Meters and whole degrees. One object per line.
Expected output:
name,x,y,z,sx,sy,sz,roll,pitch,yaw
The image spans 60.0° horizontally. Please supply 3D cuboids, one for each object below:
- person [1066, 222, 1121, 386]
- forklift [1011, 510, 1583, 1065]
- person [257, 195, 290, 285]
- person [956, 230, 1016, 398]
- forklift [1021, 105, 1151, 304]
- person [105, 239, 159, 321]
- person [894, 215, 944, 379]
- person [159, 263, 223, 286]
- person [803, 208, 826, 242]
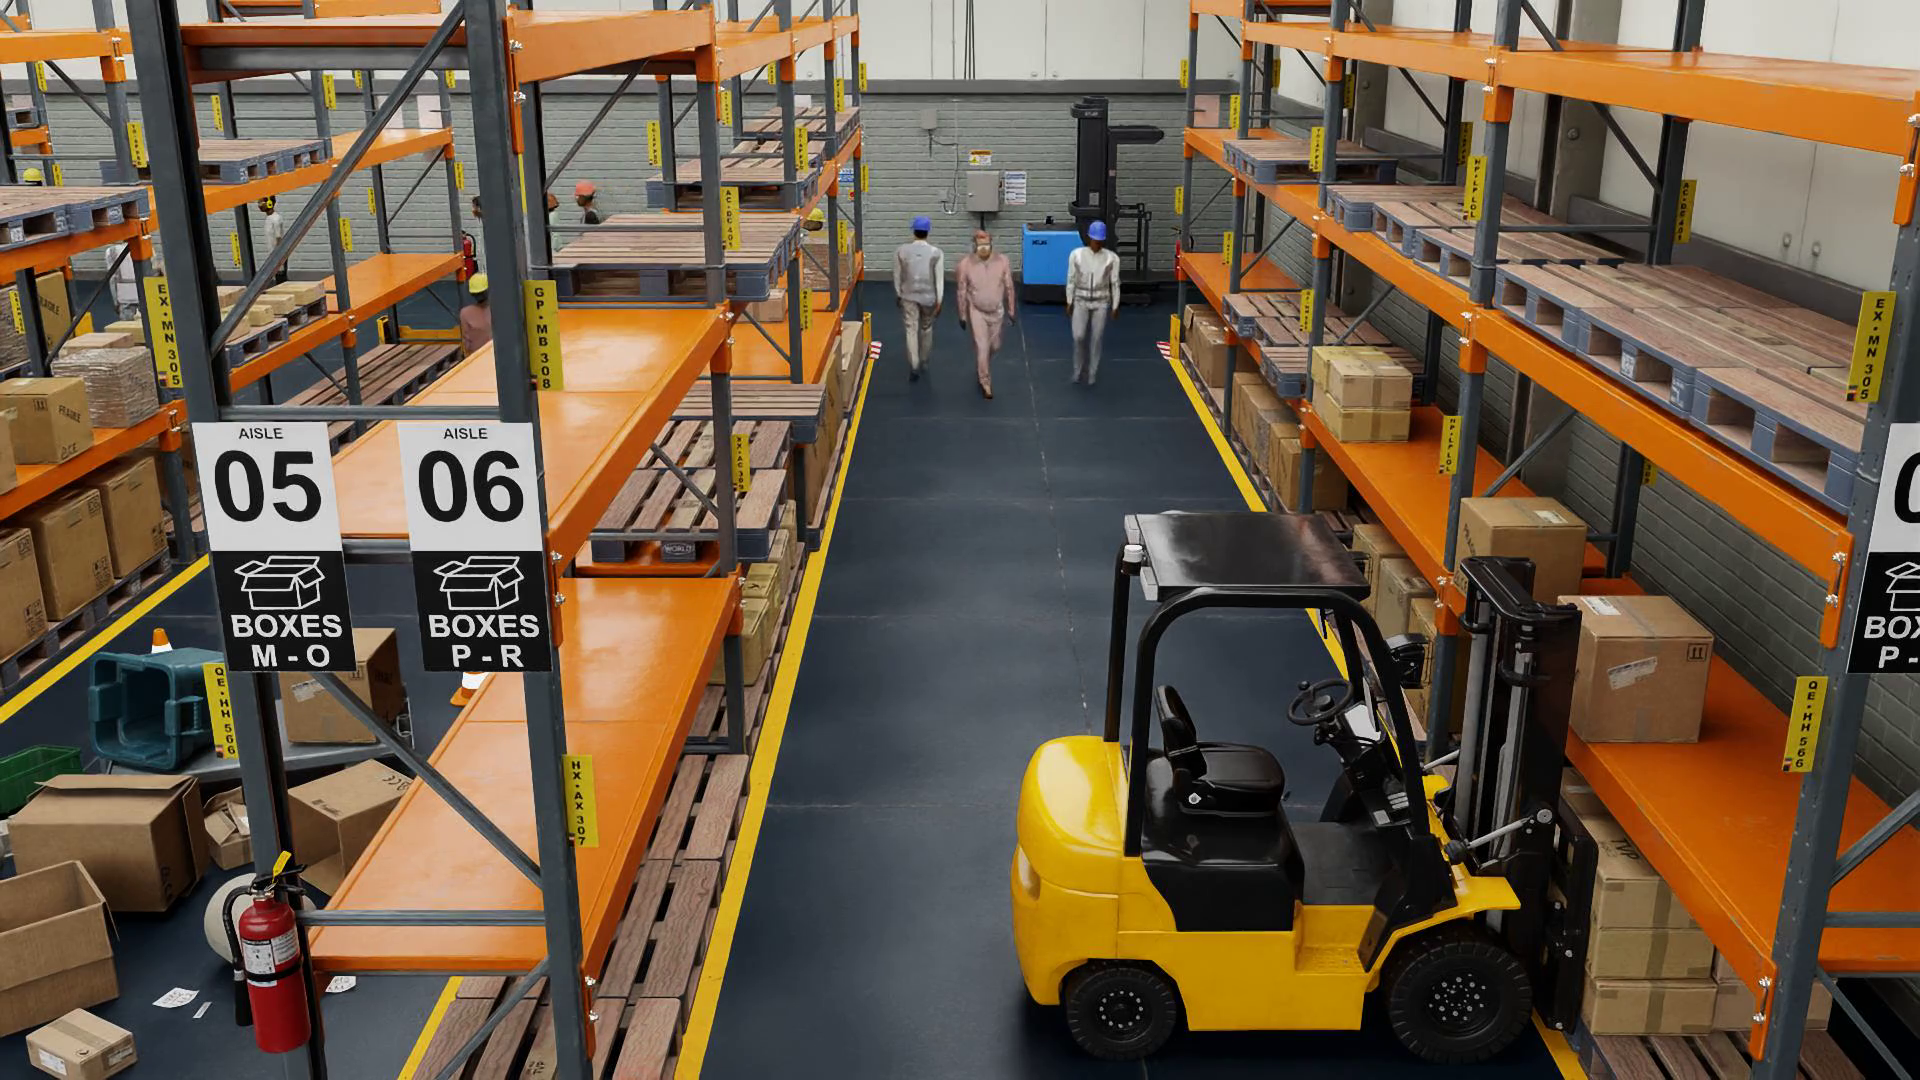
person,1.537,-2.706,19.183,0.634,1.915,0.617,1,18,4
forklift,1.387,1.055,7.378,2.313,2.155,1.214,0,18,0
person,-9.273,-3.803,22.604,0.339,1.860,0.499,-12,22,-32
person,0.277,-2.613,18.971,0.648,1.875,0.815,-5,19,-15
forklift,1.857,-4.944,24.441,1.873,2.768,1.129,0,18,0
person,-9.708,-2.857,19.627,0.544,1.929,0.389,-7,20,-21
person,-0.484,-2.884,19.754,0.588,1.905,0.971,-1,18,-2
person,-8.772,-2.619,19.132,0.635,1.796,0.965,1,18,2
person,-1.898,-3.476,21.804,0.317,1.733,0.491,-1,18,-2
